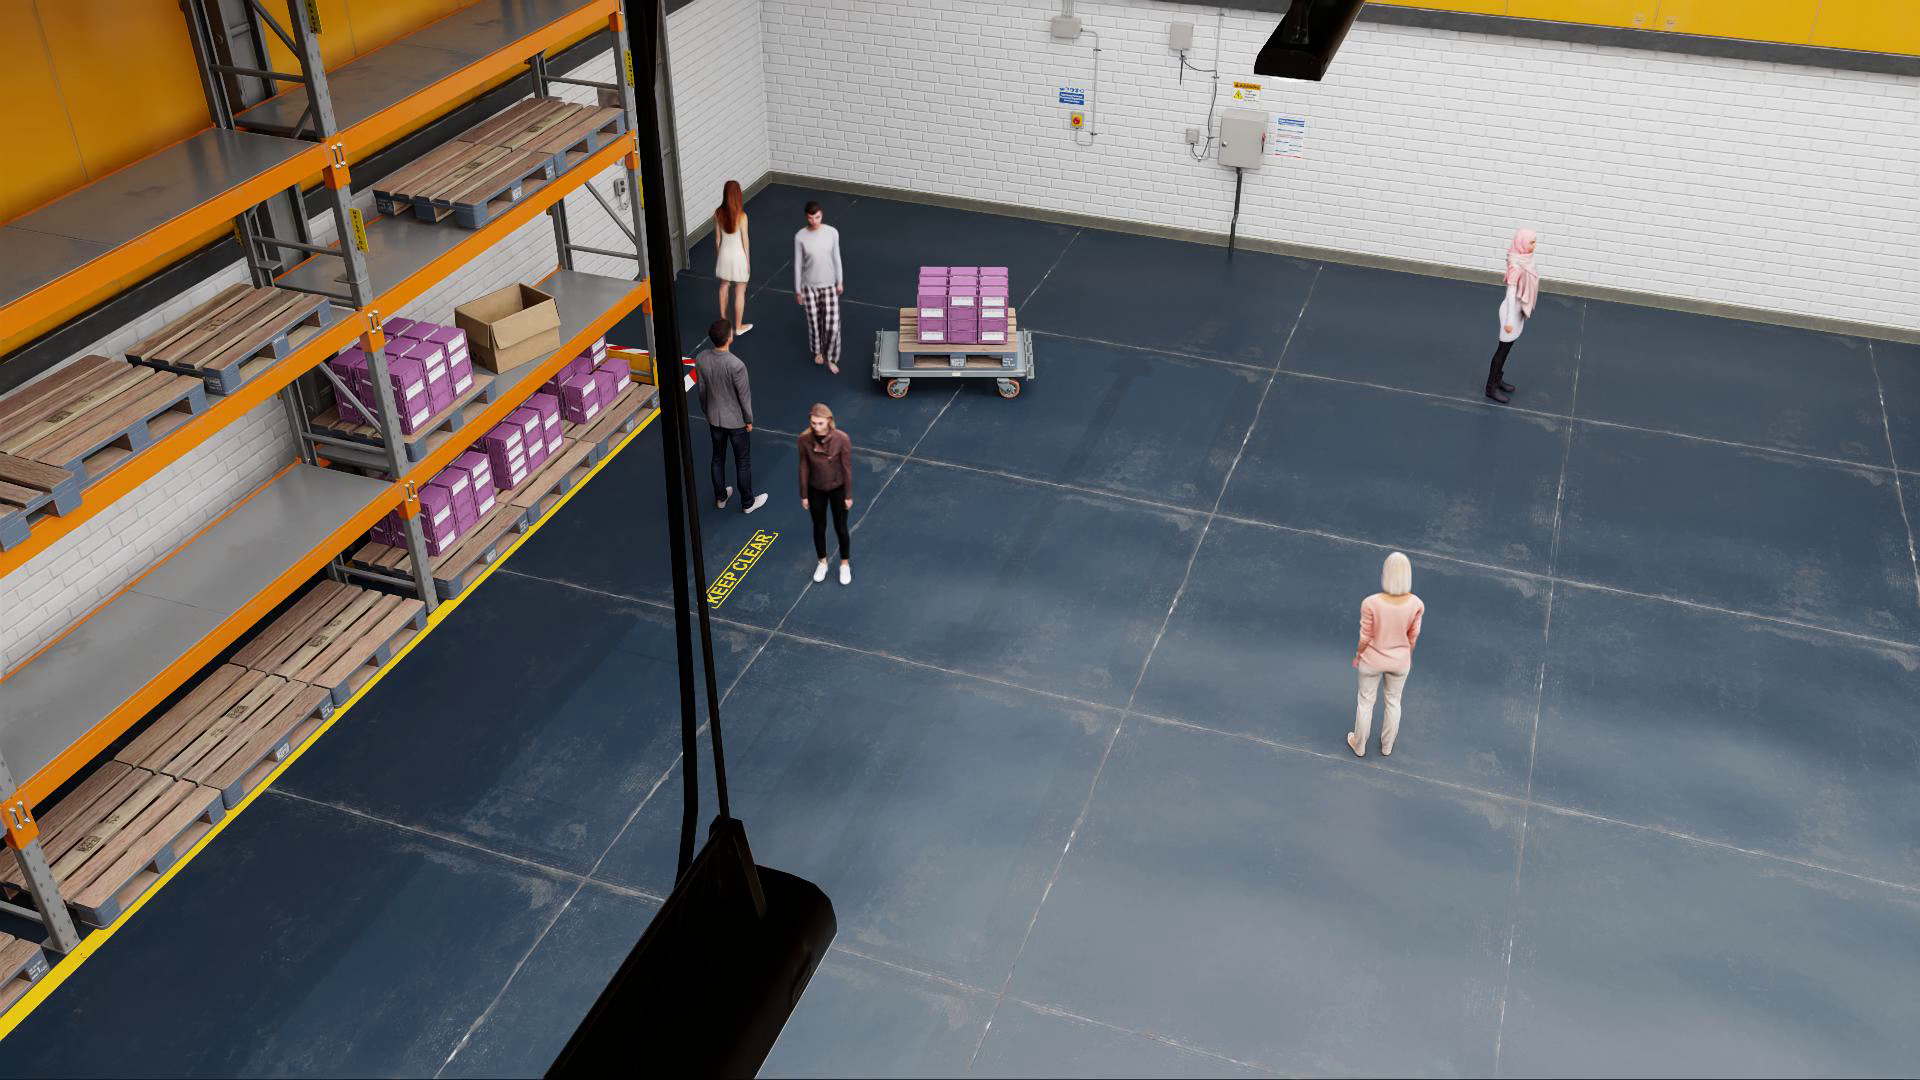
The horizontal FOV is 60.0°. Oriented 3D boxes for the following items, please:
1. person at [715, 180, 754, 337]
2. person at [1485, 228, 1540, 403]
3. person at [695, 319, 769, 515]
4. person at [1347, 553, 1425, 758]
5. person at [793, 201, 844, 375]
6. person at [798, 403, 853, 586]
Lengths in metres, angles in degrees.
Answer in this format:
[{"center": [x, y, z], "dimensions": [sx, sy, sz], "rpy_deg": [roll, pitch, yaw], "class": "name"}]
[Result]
[{"center": [-2.433, -3.027, 17.878], "dimensions": [0.619, 1.705, 0.644], "rpy_deg": [14, 36, 20], "class": "person"}, {"center": [5.526, -2.269, 16.647], "dimensions": [0.721, 1.804, 0.576], "rpy_deg": [17, 37, 23], "class": "person"}, {"center": [-2.064, -1.100, 14.826], "dimensions": [0.684, 1.874, 0.603], "rpy_deg": [13, 36, 19], "class": "person"}, {"center": [3.074, 0.847, 12.033], "dimensions": [0.665, 1.723, 0.630], "rpy_deg": [1, 34, 1], "class": "person"}, {"center": [-1.472, -2.681, 17.243], "dimensions": [0.888, 1.831, 0.979], "rpy_deg": [-6, 34, -8], "class": "person"}, {"center": [-1.103, -0.414, 13.949], "dimensions": [0.658, 1.702, 0.623], "rpy_deg": [2, 34, 3], "class": "person"}]
